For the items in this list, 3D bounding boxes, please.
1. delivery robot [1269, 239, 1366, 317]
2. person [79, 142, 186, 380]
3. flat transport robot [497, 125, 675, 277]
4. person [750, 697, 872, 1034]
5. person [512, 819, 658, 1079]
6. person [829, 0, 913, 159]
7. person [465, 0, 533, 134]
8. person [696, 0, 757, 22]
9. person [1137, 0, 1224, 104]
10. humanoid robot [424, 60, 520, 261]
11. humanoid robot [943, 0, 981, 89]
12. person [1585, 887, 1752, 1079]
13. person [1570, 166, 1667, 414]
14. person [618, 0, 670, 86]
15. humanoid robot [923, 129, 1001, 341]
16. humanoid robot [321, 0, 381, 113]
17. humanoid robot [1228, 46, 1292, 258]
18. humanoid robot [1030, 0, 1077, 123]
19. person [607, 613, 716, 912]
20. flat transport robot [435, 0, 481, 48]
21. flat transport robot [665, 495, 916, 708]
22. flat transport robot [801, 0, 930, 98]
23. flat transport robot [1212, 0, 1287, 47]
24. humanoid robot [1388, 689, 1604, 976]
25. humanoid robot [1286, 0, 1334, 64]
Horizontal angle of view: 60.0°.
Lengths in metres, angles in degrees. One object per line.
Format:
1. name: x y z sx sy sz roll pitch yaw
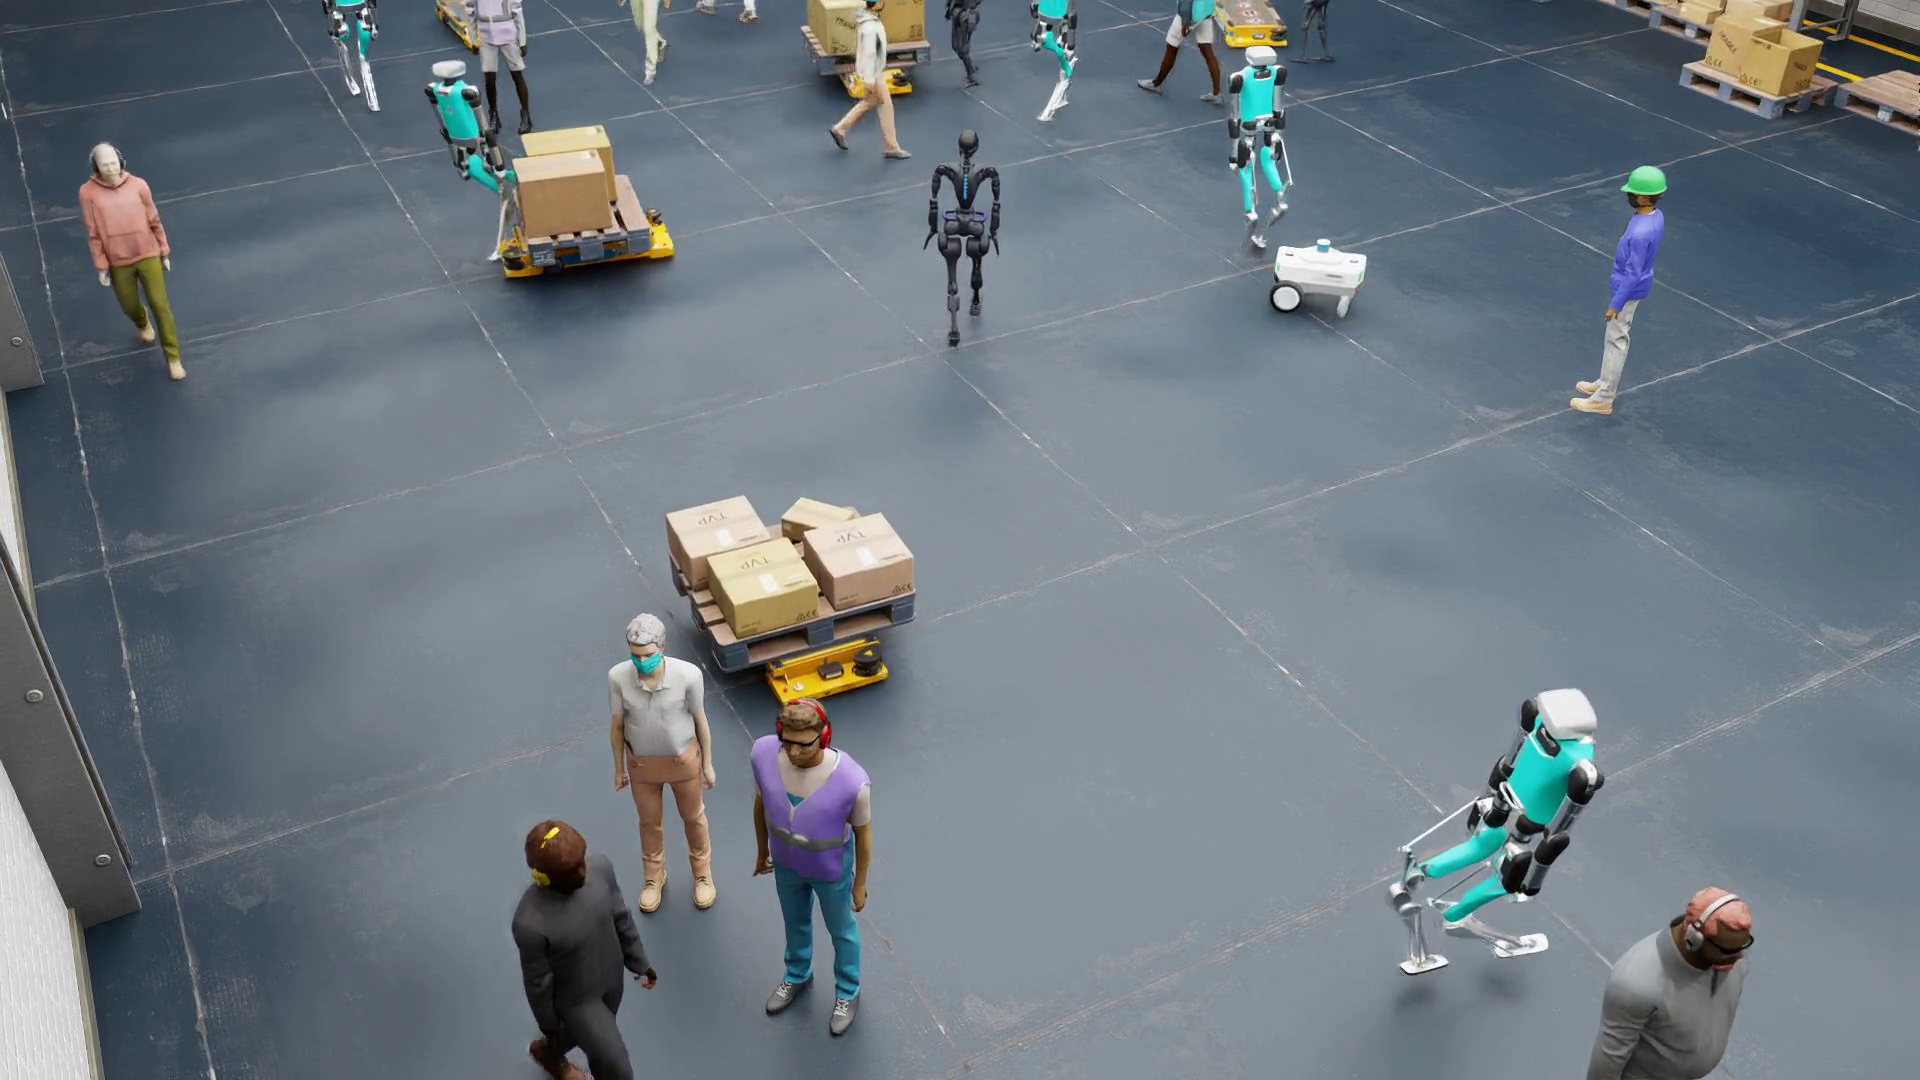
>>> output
1. delivery robot: 2.896 -2.157 13.550 0.771 0.600 0.501 8 36 12
2. person: -6.179 -2.133 12.415 0.528 1.810 0.754 -15 38 -20
3. flat transport robot: -3.244 -2.572 14.388 1.431 0.231 0.659 -11 37 -15
4. person: -0.644 1.410 7.325 0.566 1.849 0.387 14 37 19
5. person: -1.560 1.793 6.788 0.920 1.839 0.499 17 39 23
6. person: -0.884 -4.466 15.890 0.737 1.642 0.489 -3 35 -4
7. person: -4.533 -4.913 16.297 0.555 1.927 0.394 0 35 1
8. person: -2.751 -6.976 19.317 1.004 1.837 0.593 29 44 35
9. person: 2.378 -5.460 17.107 1.016 1.878 0.579 26 43 32
10. humanoid robot: -3.975 -3.289 14.117 0.570 1.744 0.854 16 38 21
11. humanoid robot: 0.058 -5.622 17.523 0.378 1.645 0.603 -19 39 -24
12. person: 2.687 2.021 6.419 0.635 1.898 0.400 -18 39 -24
13. person: 4.727 -1.773 11.857 0.345 1.868 0.460 17 38 23
14. person: -3.358 -5.878 17.764 0.577 1.820 0.812 11 36 15
15. humanoid robot: 0.010 -2.409 12.976 0.606 1.631 0.795 1 35 2
16. humanoid robot: -6.293 -5.342 17.092 0.537 1.766 1.000 -19 39 -25
17. humanoid robot: 2.576 -3.145 14.025 0.550 1.897 0.734 -14 37 -19
18. humanoid robot: 1.020 -5.049 16.644 0.553 1.755 0.909 23 41 29
19. person: -1.414 1.061 7.912 0.490 1.746 0.315 -2 35 -3
20. flat transport robot: -5.612 -6.069 19.380 0.659 0.231 1.431 -18 39 -24
21. flat transport robot: -1.007 0.455 10.066 0.659 0.231 1.431 -15 38 -20
22. flat transport robot: -1.019 -5.148 18.066 0.659 0.231 1.431 -9 36 -13
23. flat transport robot: 3.337 -6.044 19.346 0.659 0.231 1.431 -2 35 -3
24. humanoid robot: 2.319 1.399 7.426 0.989 1.725 0.572 -7 36 -10
25. humanoid robot: 3.907 -6.021 18.093 0.483 1.635 0.604 15 38 20
